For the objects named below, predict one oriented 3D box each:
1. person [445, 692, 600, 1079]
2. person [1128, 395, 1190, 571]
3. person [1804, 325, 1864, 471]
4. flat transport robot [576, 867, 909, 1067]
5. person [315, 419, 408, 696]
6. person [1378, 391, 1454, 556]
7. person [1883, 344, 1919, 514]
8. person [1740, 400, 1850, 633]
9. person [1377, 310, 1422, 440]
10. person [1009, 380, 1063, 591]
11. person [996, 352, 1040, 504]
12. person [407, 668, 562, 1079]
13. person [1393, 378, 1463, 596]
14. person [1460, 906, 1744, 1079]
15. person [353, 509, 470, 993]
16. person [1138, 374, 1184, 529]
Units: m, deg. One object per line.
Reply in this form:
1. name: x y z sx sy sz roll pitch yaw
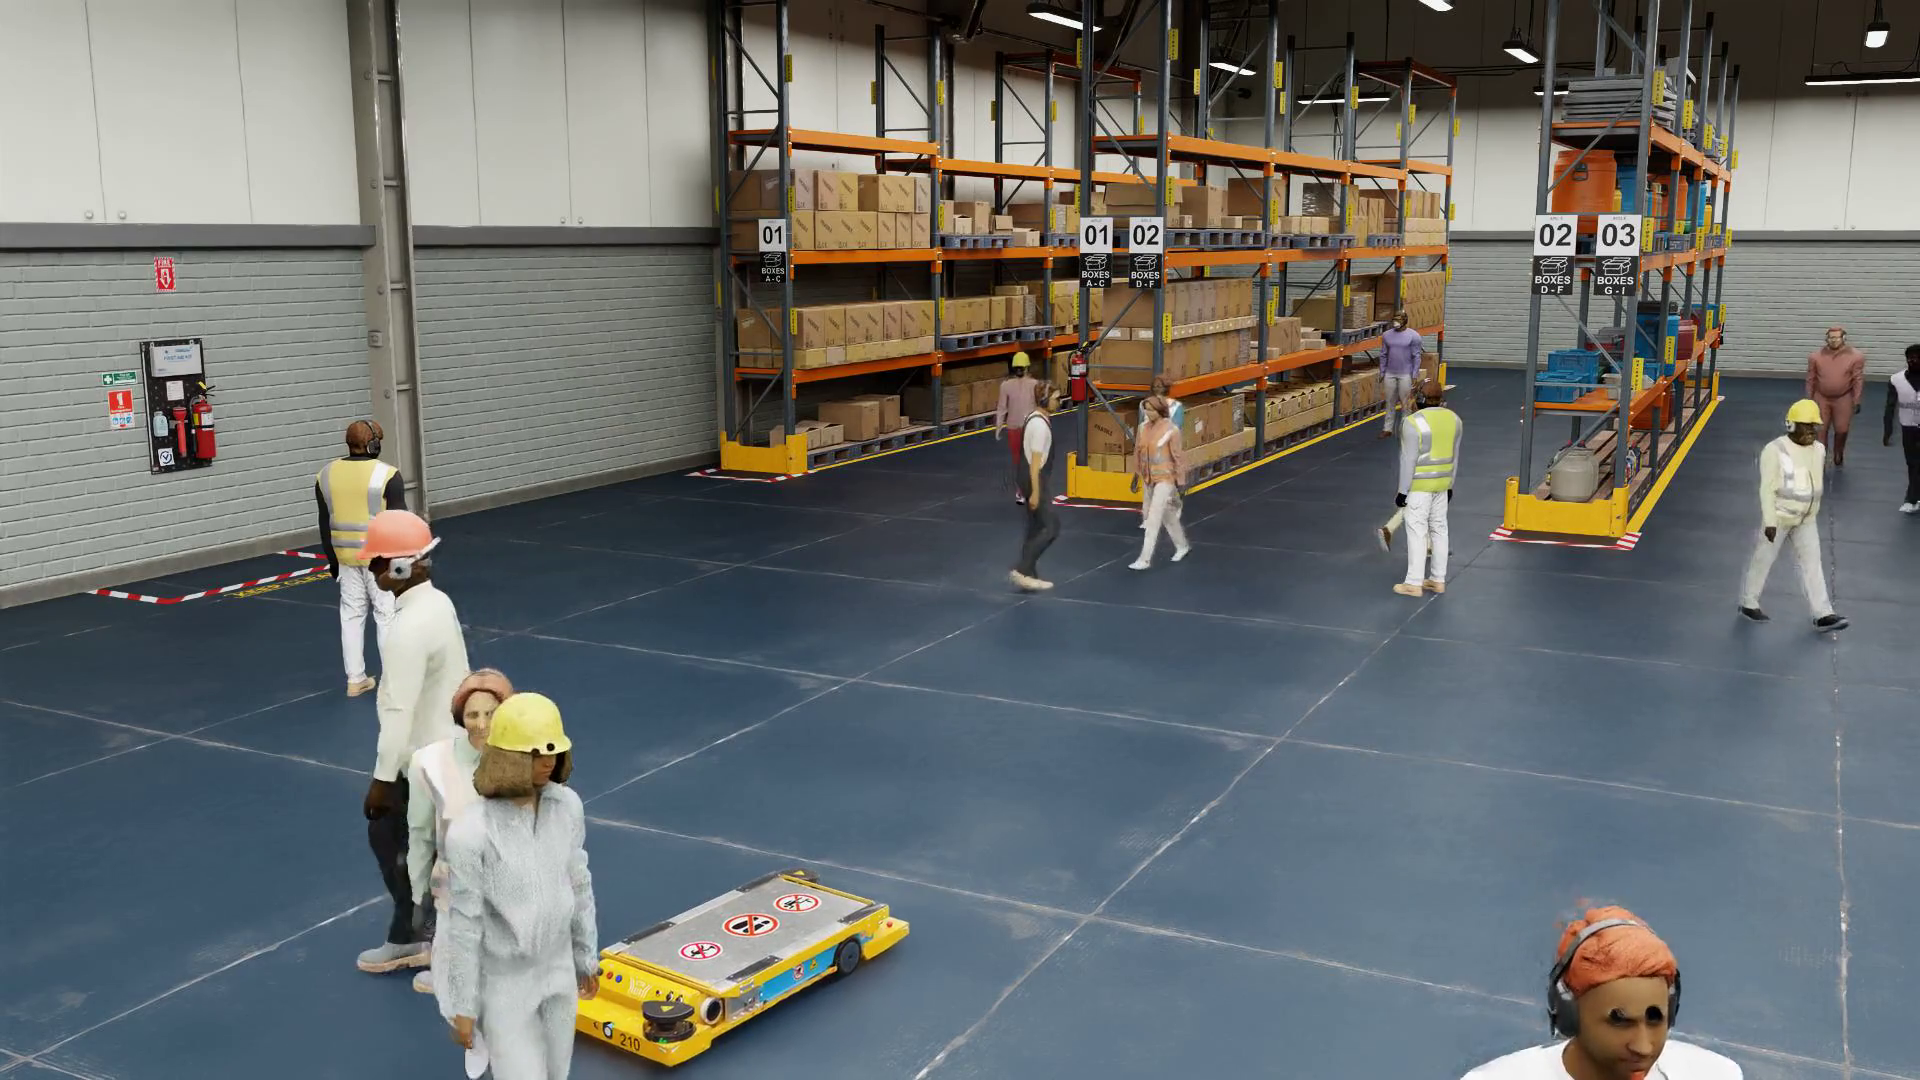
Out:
1. person: -1.259 1.287 4.894 0.372 1.728 0.511 6 12 32
2. person: 1.860 -0.544 15.287 0.863 1.597 0.520 -7 13 -34
3. person: 11.174 -1.798 21.294 0.678 1.890 0.471 6 12 31
4. flat transport robot: -0.896 1.681 6.750 0.652 0.197 1.431 7 13 35
5. person: -3.880 0.125 10.951 0.629 1.842 0.429 2 11 13
6. person: 4.336 -0.632 15.690 0.653 1.615 0.501 -2 11 -11
7. person: 10.479 -1.215 18.229 0.601 1.844 0.958 9 14 41
8. person: 6.428 -0.181 12.777 0.623 1.781 0.927 -3 11 -16
9. person: 6.533 -2.457 24.765 0.635 1.937 0.355 9 14 40
10. person: 0.675 -0.447 14.109 0.386 1.826 0.550 -1 10 -5
11. person: 0.696 -1.293 19.018 0.547 1.715 0.915 3 11 14
12. person: -1.584 1.204 5.624 0.519 1.621 0.505 -2 11 -10
13. person: 3.927 -0.446 14.067 0.633 1.841 0.429 -6 12 -30
14. person: 1.204 1.566 3.136 0.595 1.832 1.005 -2 11 -9
15. person: -2.221 0.862 6.597 0.702 1.971 0.616 -2 11 -13
16. person: 2.130 -0.948 17.433 0.519 1.615 0.784 6 12 28
